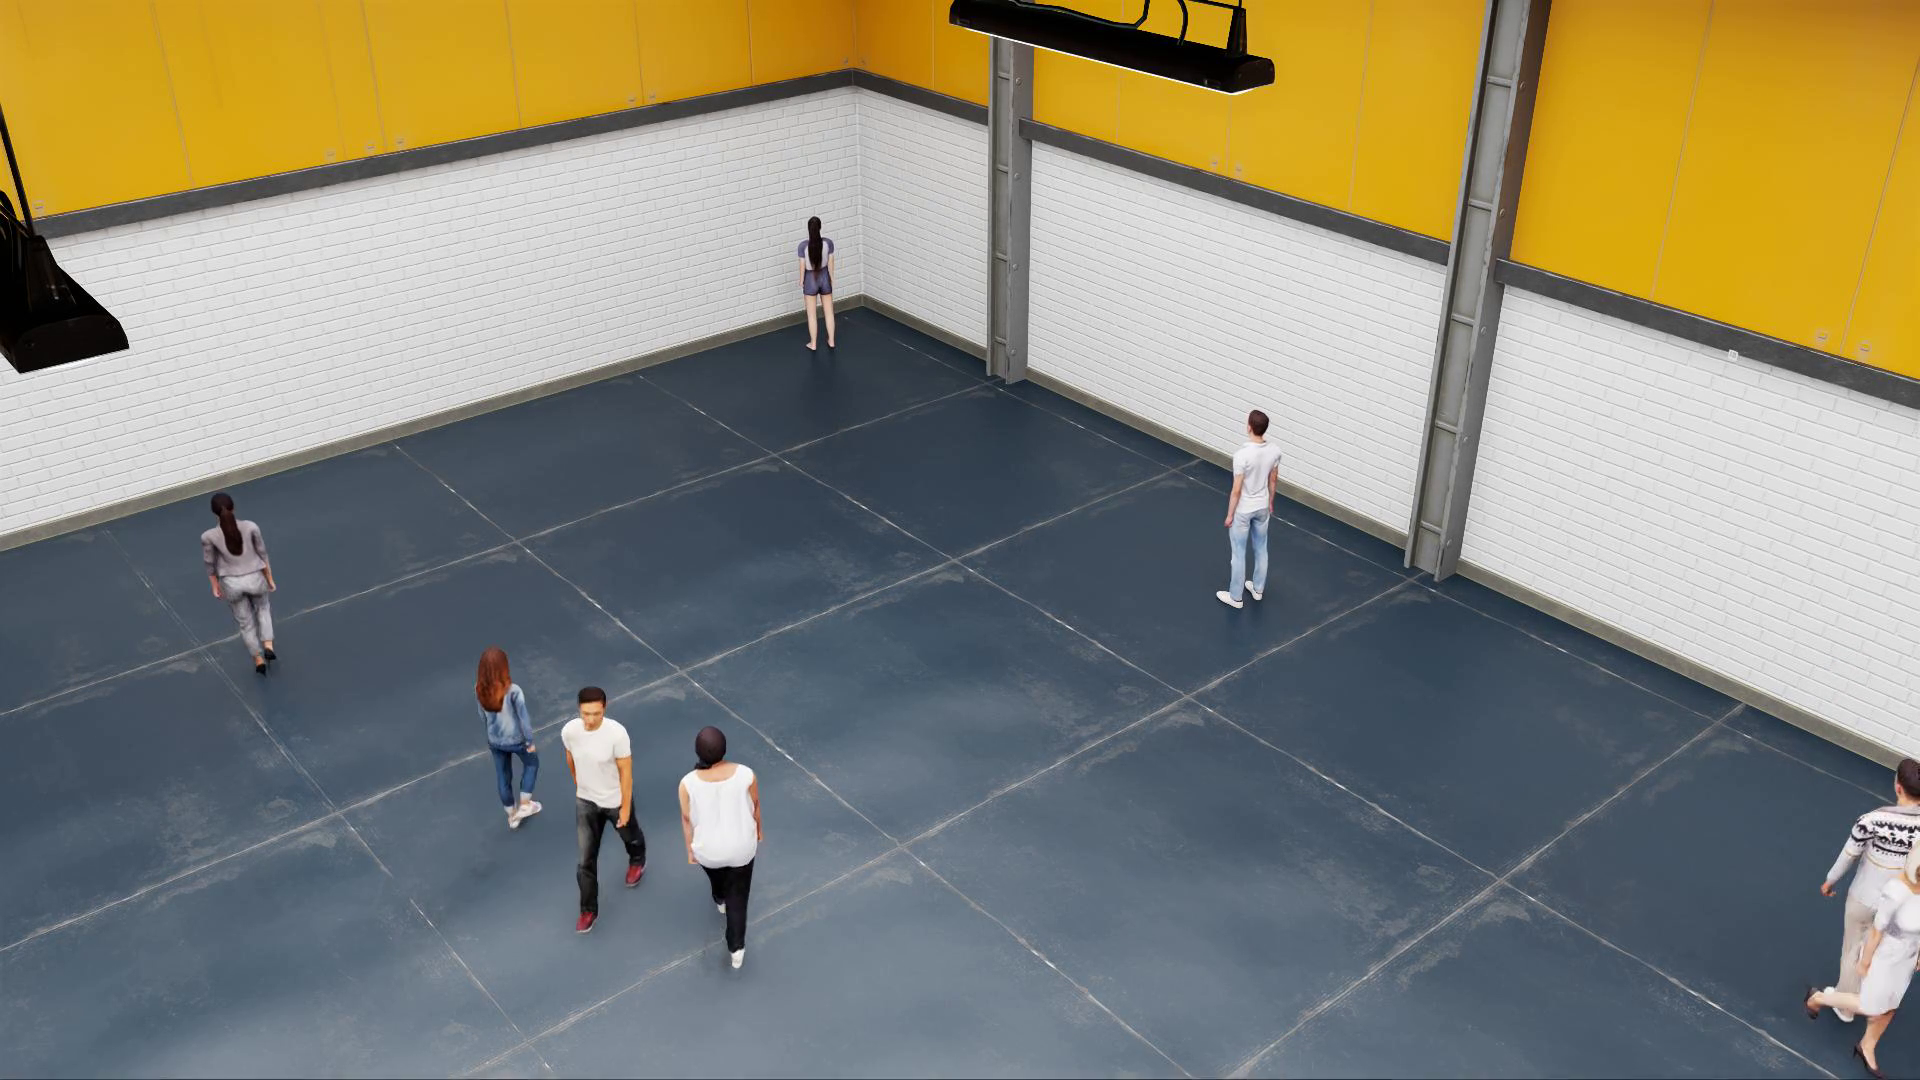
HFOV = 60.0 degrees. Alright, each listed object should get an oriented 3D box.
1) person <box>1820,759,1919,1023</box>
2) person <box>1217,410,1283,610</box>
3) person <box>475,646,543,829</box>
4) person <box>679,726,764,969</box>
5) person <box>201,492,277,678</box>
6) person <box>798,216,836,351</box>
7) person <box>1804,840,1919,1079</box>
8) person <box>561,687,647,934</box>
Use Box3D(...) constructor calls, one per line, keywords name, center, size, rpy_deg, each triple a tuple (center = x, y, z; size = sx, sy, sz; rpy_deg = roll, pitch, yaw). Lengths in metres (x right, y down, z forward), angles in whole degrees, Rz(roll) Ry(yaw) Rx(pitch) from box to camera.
Box3D(name="person", center=(5.630, 2.199, 10.101), size=(0.950, 1.849, 1.009), rpy_deg=(4, 29, 8))
Box3D(name="person", center=(2.561, -0.276, 14.637), size=(0.691, 1.851, 0.602), rpy_deg=(-15, 32, -25))
Box3D(name="person", center=(-3.264, 1.451, 11.868), size=(0.653, 1.470, 0.742), rpy_deg=(8, 30, 14))
Box3D(name="person", center=(-1.524, 1.978, 10.718), size=(1.043, 1.647, 1.200), rpy_deg=(-3, 29, -6))
Box3D(name="person", center=(-5.835, 0.412, 13.568), size=(0.687, 1.665, 0.658), rpy_deg=(-14, 32, -24))
Box3D(name="person", center=(-1.707, -3.089, 20.004), size=(0.659, 1.650, 0.635), rpy_deg=(-9, 30, -16))
Box3D(name="person", center=(5.430, 2.403, 9.846), size=(0.717, 1.735, 0.900), rpy_deg=(-13, 31, -22))
Box3D(name="person", center=(-2.333, 1.681, 11.155), size=(1.099, 1.749, 1.158), rpy_deg=(3, 29, 6))
